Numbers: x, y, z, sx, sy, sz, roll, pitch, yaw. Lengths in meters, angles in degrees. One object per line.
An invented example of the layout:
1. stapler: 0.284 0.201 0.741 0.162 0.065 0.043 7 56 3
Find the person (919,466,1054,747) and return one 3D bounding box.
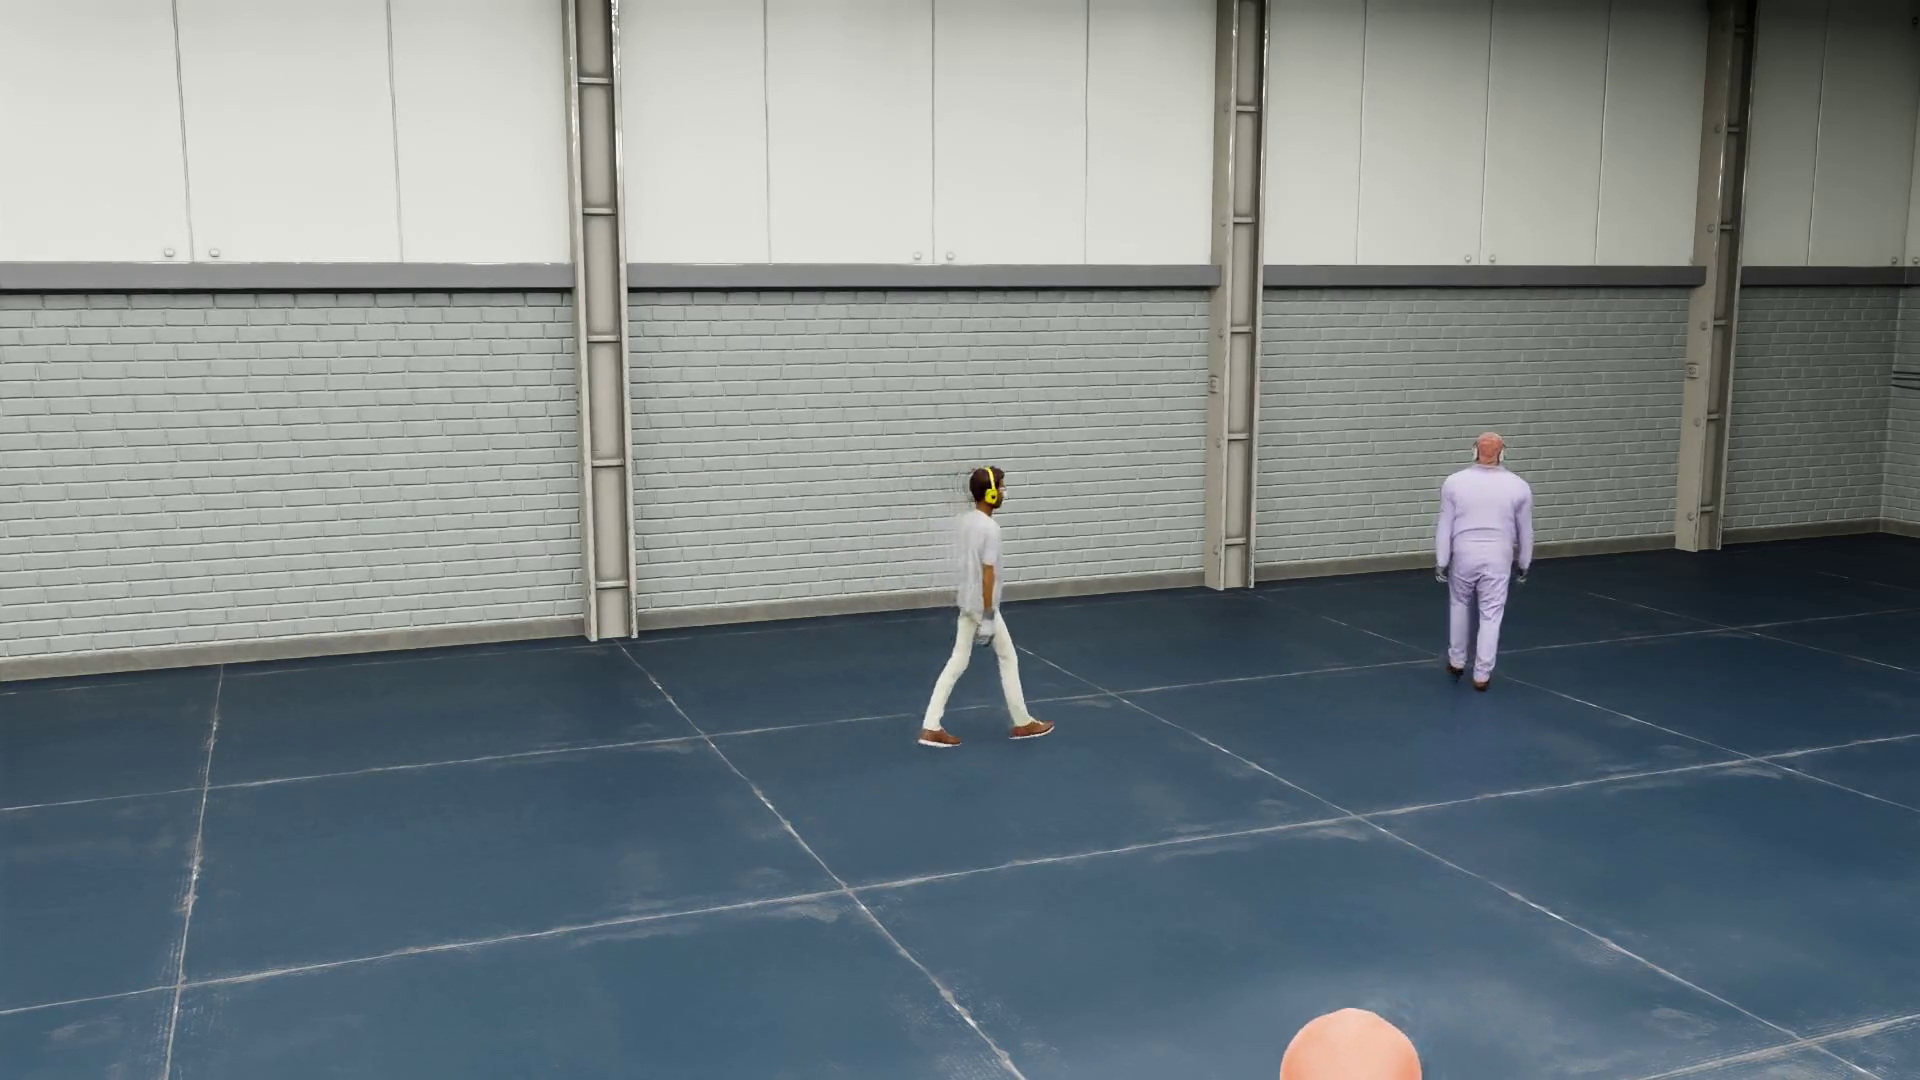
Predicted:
1. person: 0.136 0.429 10.728 0.971 1.823 0.540 -5 10 -29

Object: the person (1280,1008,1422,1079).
1. person: 0.662 1.657 2.799 0.559 1.895 0.982 4 10 24

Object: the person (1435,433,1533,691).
1. person: 3.893 0.135 12.376 0.683 1.871 0.880 3 9 16
